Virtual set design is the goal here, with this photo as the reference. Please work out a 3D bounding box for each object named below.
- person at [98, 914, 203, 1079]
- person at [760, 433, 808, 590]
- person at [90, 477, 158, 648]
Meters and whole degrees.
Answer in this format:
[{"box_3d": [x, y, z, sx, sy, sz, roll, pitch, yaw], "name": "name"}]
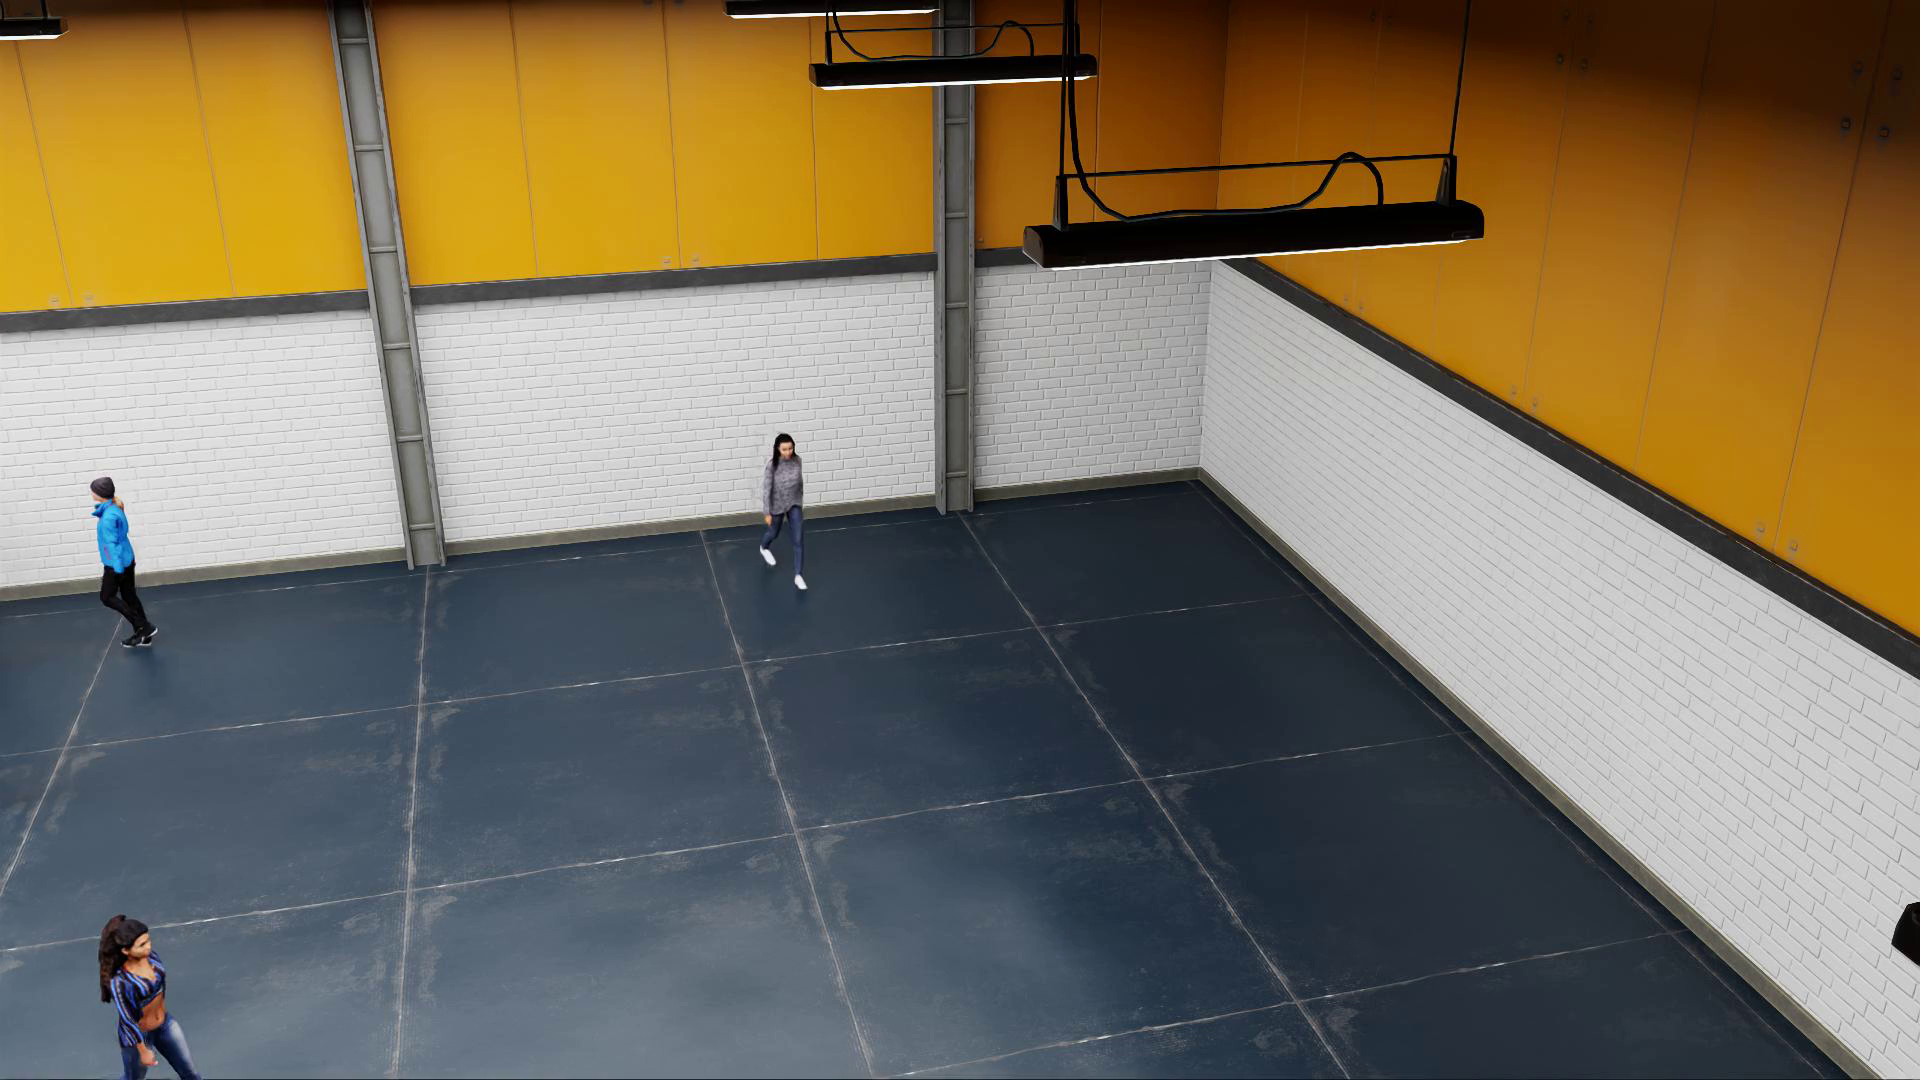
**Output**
[{"box_3d": [-4.982, 2.991, 10.050, 1.137, 1.580, 0.941, 6, 24, 14], "name": "person"}, {"box_3d": [-1.889, -0.367, 17.605, 1.167, 1.680, 0.873, -12, 26, -25], "name": "person"}, {"box_3d": [-8.052, 0.230, 16.111, 0.680, 1.783, 0.646, -4, 24, -9], "name": "person"}]
